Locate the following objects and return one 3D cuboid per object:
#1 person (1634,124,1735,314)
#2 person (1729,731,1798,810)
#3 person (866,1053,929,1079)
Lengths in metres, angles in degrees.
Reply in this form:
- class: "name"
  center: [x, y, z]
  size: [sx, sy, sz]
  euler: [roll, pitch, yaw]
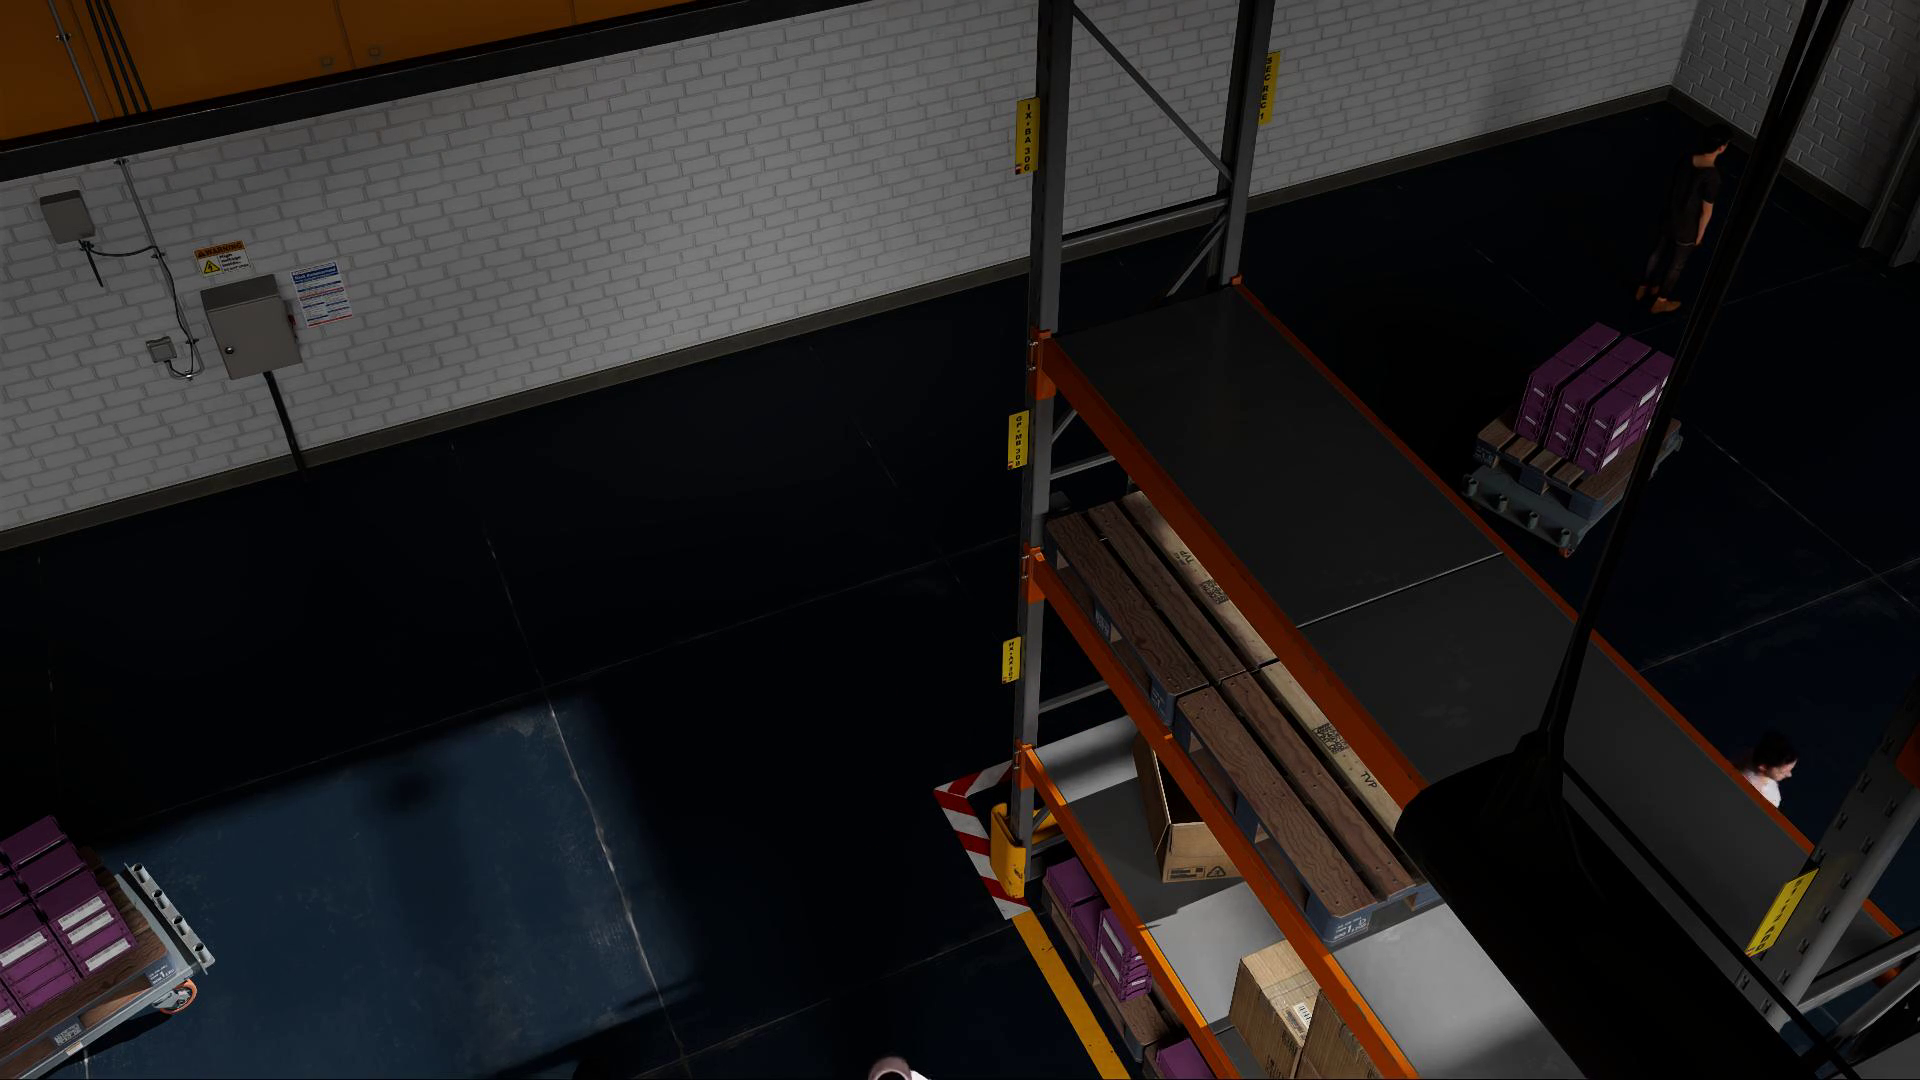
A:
- class: "person"
  center: [5.976, -2.665, 13.760]
  size: [0.663, 1.713, 0.468]
  euler: [-19, 47, -18]
- class: "person"
  center: [4.175, 1.592, 9.278]
  size: [0.932, 1.731, 0.869]
  euler: [25, 49, 24]
- class: "person"
  center: [-0.354, 2.857, 8.039]
  size: [0.755, 1.608, 0.991]
  euler: [-7, 44, -7]
